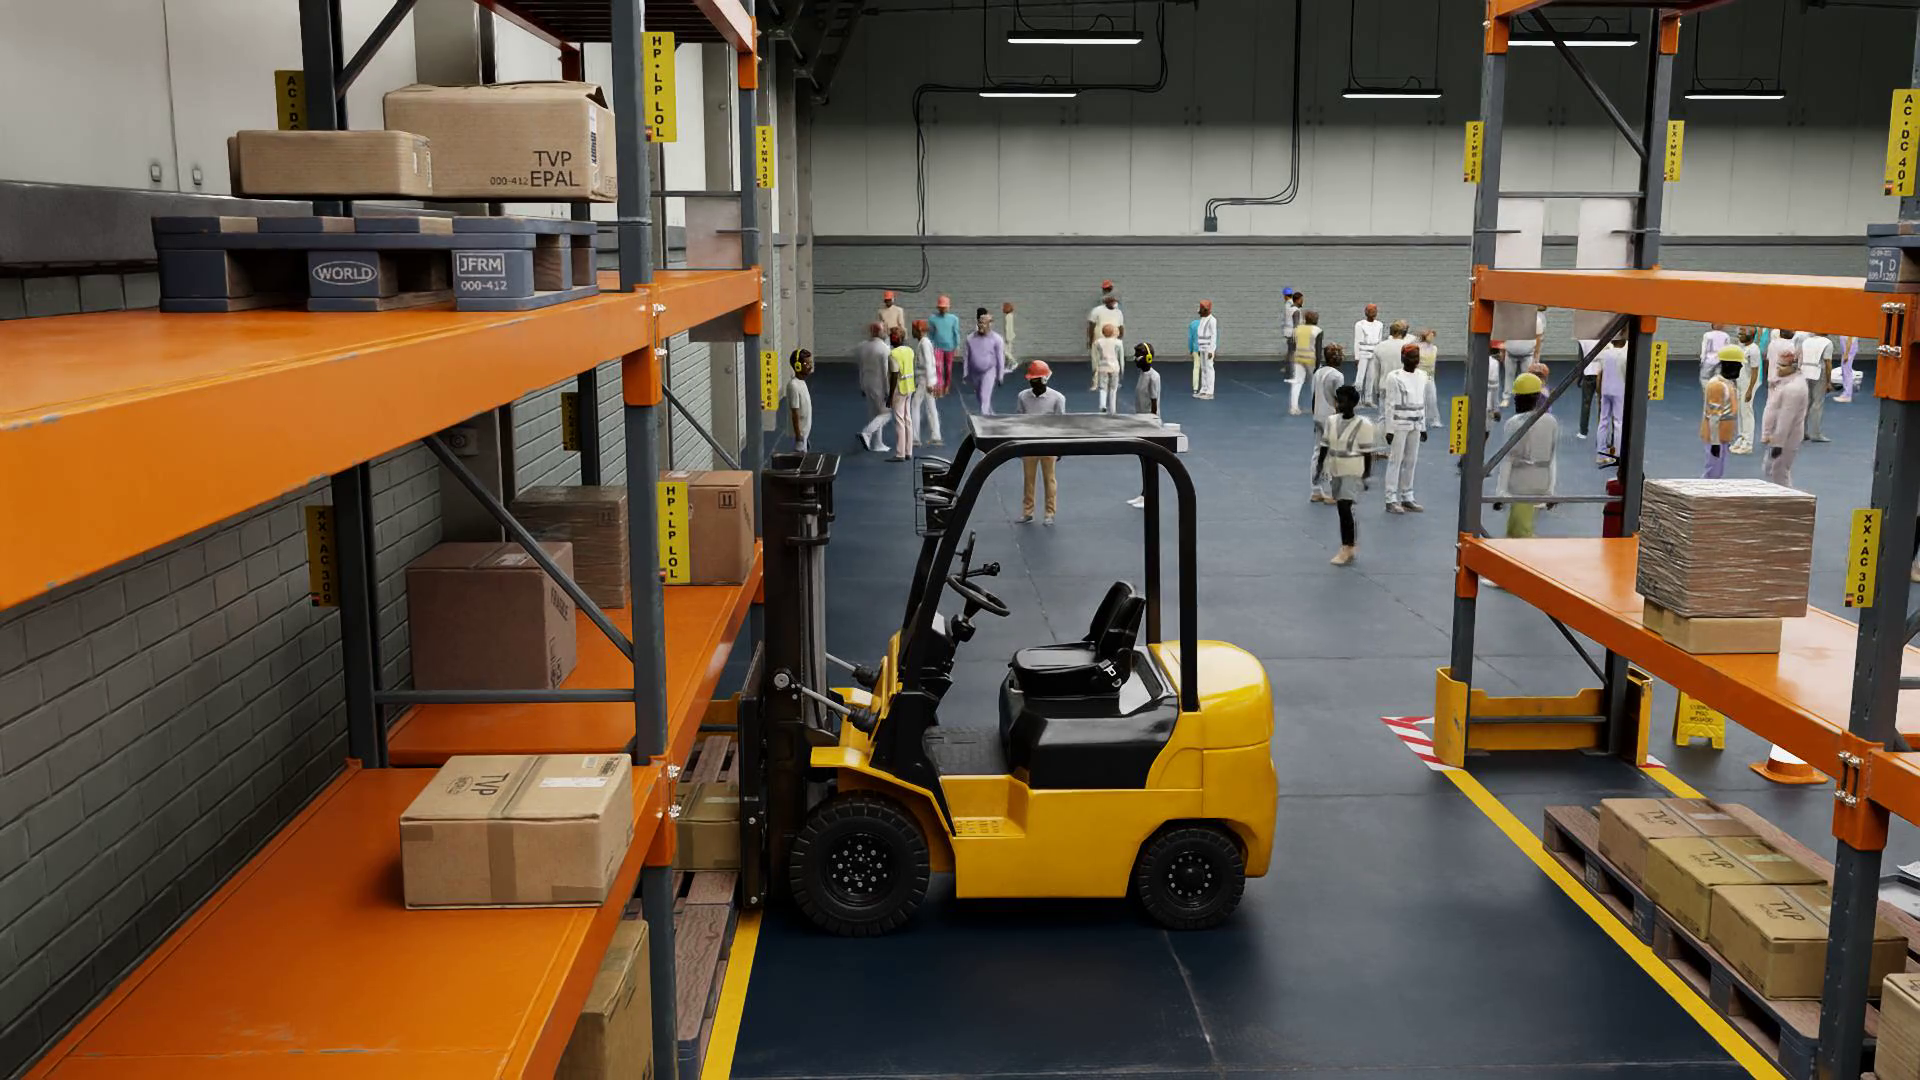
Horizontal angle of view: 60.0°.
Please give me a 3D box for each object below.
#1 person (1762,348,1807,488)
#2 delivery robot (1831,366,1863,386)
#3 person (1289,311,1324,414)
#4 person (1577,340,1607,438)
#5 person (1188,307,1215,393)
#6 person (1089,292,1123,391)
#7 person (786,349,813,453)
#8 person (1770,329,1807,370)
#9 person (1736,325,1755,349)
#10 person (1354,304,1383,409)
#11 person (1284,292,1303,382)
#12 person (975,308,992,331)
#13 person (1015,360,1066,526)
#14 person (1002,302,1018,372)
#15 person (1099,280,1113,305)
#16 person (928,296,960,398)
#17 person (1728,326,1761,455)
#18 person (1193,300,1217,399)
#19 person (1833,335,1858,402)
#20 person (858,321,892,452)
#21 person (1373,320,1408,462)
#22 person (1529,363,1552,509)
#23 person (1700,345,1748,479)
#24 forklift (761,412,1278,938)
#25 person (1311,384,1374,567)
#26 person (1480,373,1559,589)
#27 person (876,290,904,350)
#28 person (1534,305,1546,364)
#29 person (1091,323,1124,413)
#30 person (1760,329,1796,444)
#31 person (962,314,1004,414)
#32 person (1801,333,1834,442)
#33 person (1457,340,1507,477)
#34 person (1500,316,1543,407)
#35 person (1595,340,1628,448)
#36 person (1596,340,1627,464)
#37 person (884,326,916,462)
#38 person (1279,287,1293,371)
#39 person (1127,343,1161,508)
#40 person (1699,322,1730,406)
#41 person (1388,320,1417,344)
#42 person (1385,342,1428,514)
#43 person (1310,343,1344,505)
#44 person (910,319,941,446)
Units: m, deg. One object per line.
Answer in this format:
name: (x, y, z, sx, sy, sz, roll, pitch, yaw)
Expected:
person: (8.680, -1.079, 17.546, 0.399, 1.886, 0.689, 4, 11, 23)
delivery robot: (17.609, -3.274, 33.177, 0.477, 0.478, 0.707, -4, 11, -23)
person: (6.060, -3.079, 28.907, 0.958, 1.792, 0.636, -10, 14, -44)
person: (9.686, -2.488, 25.283, 0.586, 1.912, 0.382, 4, 11, 20)
person: (4.807, -3.784, 32.947, 0.564, 1.748, 0.339, 4, 11, 23)
person: (2.957, -4.023, 33.472, 0.768, 2.000, 0.534, -3, 11, -17)
person: (-1.661, -1.071, 17.503, 0.328, 1.872, 0.514, 0, 10, 0)
person: (13.879, -2.948, 27.829, 0.973, 1.926, 0.597, -5, 12, -28)
person: (17.518, -4.498, 37.011, 0.482, 1.723, 0.368, 8, 13, 38)
person: (7.316, -3.284, 29.796, 0.576, 1.881, 0.352, -4, 11, -23)
person: (7.100, -4.315, 35.443, 0.370, 1.915, 0.597, -1, 10, -4)
person: (0.470, -3.753, 32.953, 0.323, 1.687, 0.544, 5, 11, 25)
person: (0.835, -1.022, 17.559, 0.564, 1.748, 0.339, 5, 11, 27)
person: (1.096, -4.623, 38.003, 0.368, 1.623, 0.501, 2, 10, 13)
person: (3.585, -5.302, 40.586, 0.609, 2.044, 0.393, -10, 14, -43)
person: (-0.310, -3.753, 32.232, 0.621, 1.958, 0.945, 0, 10, -2)
person: (11.061, -2.122, 23.427, 0.329, 1.842, 0.518, 2, 10, 11)
person: (4.690, -3.627, 31.696, 0.354, 1.886, 0.572, -2, 10, -13)
person: (16.575, -3.490, 31.089, 0.350, 1.838, 0.501, 4, 11, 19)
person: (-1.206, -2.150, 23.476, 0.604, 1.884, 0.653, -10, 14, -43)
person: (5.910, -2.024, 22.639, 0.627, 1.933, 0.369, 9, 13, 41)
person: (6.473, -1.163, 18.653, 0.314, 1.639, 0.517, 4, 11, 20)
person: (7.991, -1.085, 17.455, 0.390, 1.922, 0.589, 8, 13, 37)
forklift: (0.291, 0.548, 7.580, 2.313, 2.155, 1.214, 0, 10, -2)
person: (3.517, -0.597, 15.415, 0.672, 1.676, 0.552, -7, 12, -33)
person: (4.826, -0.460, 14.036, 0.595, 1.898, 0.881, -7, 12, -35)
person: (-1.478, -4.365, 35.599, 0.635, 1.964, 0.857, 2, 10, 11)
person: (12.879, -4.499, 36.977, 0.306, 1.736, 0.484, 7, 12, 34)
person: (2.499, -2.846, 28.081, 0.556, 1.619, 0.433, 0, 10, 0)
person: (12.055, -2.302, 24.445, 0.335, 1.838, 0.511, -2, 10, -12)
person: (0.393, -2.605, 26.042, 0.629, 1.873, 0.947, 6, 12, 29)
person: (12.815, -2.389, 24.910, 0.389, 1.846, 0.565, -3, 11, -15)
person: (6.634, -1.717, 21.077, 0.387, 1.891, 0.655, -1, 10, -4)
person: (10.089, -3.390, 29.944, 0.683, 2.000, 0.536, 5, 11, 28)
person: (9.553, -2.299, 24.193, 0.543, 1.931, 0.388, -4, 11, -20)
person: (8.765, -1.913, 22.263, 0.346, 1.847, 0.506, -8, 13, -38)
person: (-0.810, -1.980, 22.625, 0.389, 1.847, 0.563, 5, 11, 25)
person: (7.619, -4.890, 38.569, 0.402, 1.944, 0.605, 4, 11, 21)
person: (2.088, -1.291, 18.766, 0.335, 1.860, 0.508, -2, 10, -10)
person: (13.555, -3.179, 29.907, 0.546, 1.622, 0.373, -1, 10, -5)
person: (7.726, -3.042, 29.131, 0.519, 1.639, 0.315, 6, 12, 29)
person: (4.936, -1.237, 18.385, 0.584, 1.882, 0.345, -6, 12, -30)
person: (4.209, -1.323, 18.974, 0.351, 1.847, 0.507, -4, 11, -22)
person: (-0.618, -2.307, 24.402, 0.751, 1.856, 0.604, 0, 10, -1)
